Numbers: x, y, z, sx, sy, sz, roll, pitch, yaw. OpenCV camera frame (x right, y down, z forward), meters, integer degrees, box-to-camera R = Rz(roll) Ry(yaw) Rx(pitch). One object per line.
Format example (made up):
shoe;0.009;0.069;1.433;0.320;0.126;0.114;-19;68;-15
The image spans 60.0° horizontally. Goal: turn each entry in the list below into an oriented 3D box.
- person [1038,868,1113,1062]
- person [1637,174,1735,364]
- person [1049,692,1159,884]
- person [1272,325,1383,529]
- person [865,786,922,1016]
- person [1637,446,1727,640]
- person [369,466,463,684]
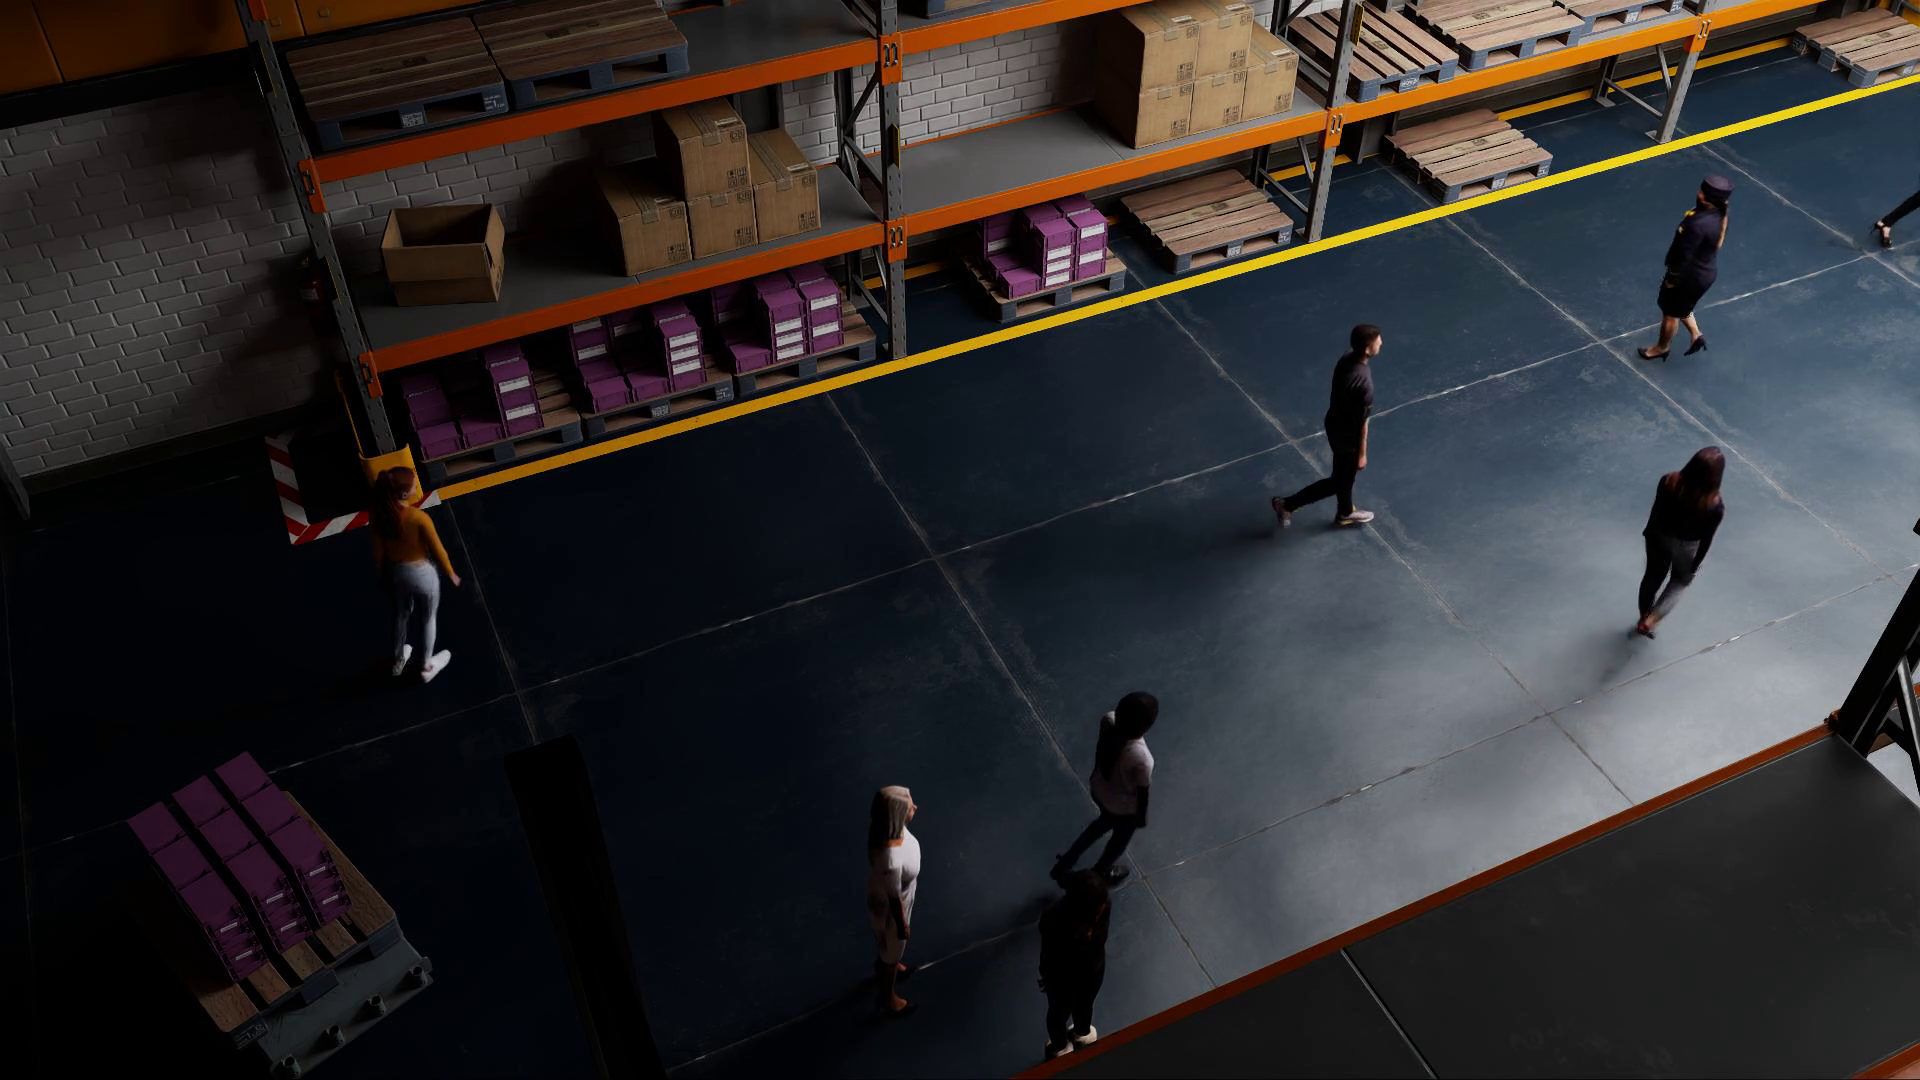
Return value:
person;0.574;2.174;8.458;0.592;1.661;0.662;0;44;0
person;5.713;-2.027;12.865;0.905;1.663;0.836;30;51;28
person;0.807;1.467;9.173;0.740;1.697;0.604;-21;48;-21
person;2.592;-0.717;11.430;1.113;1.745;0.906;-1;44;-1
person;-0.365;1.880;8.703;0.624;1.748;0.630;-3;44;-3
person;4.589;0.057;10.726;0.728;1.596;0.805;33;53;30
person;-3.467;0.259;10.417;0.729;1.730;0.848;-2;44;-2
